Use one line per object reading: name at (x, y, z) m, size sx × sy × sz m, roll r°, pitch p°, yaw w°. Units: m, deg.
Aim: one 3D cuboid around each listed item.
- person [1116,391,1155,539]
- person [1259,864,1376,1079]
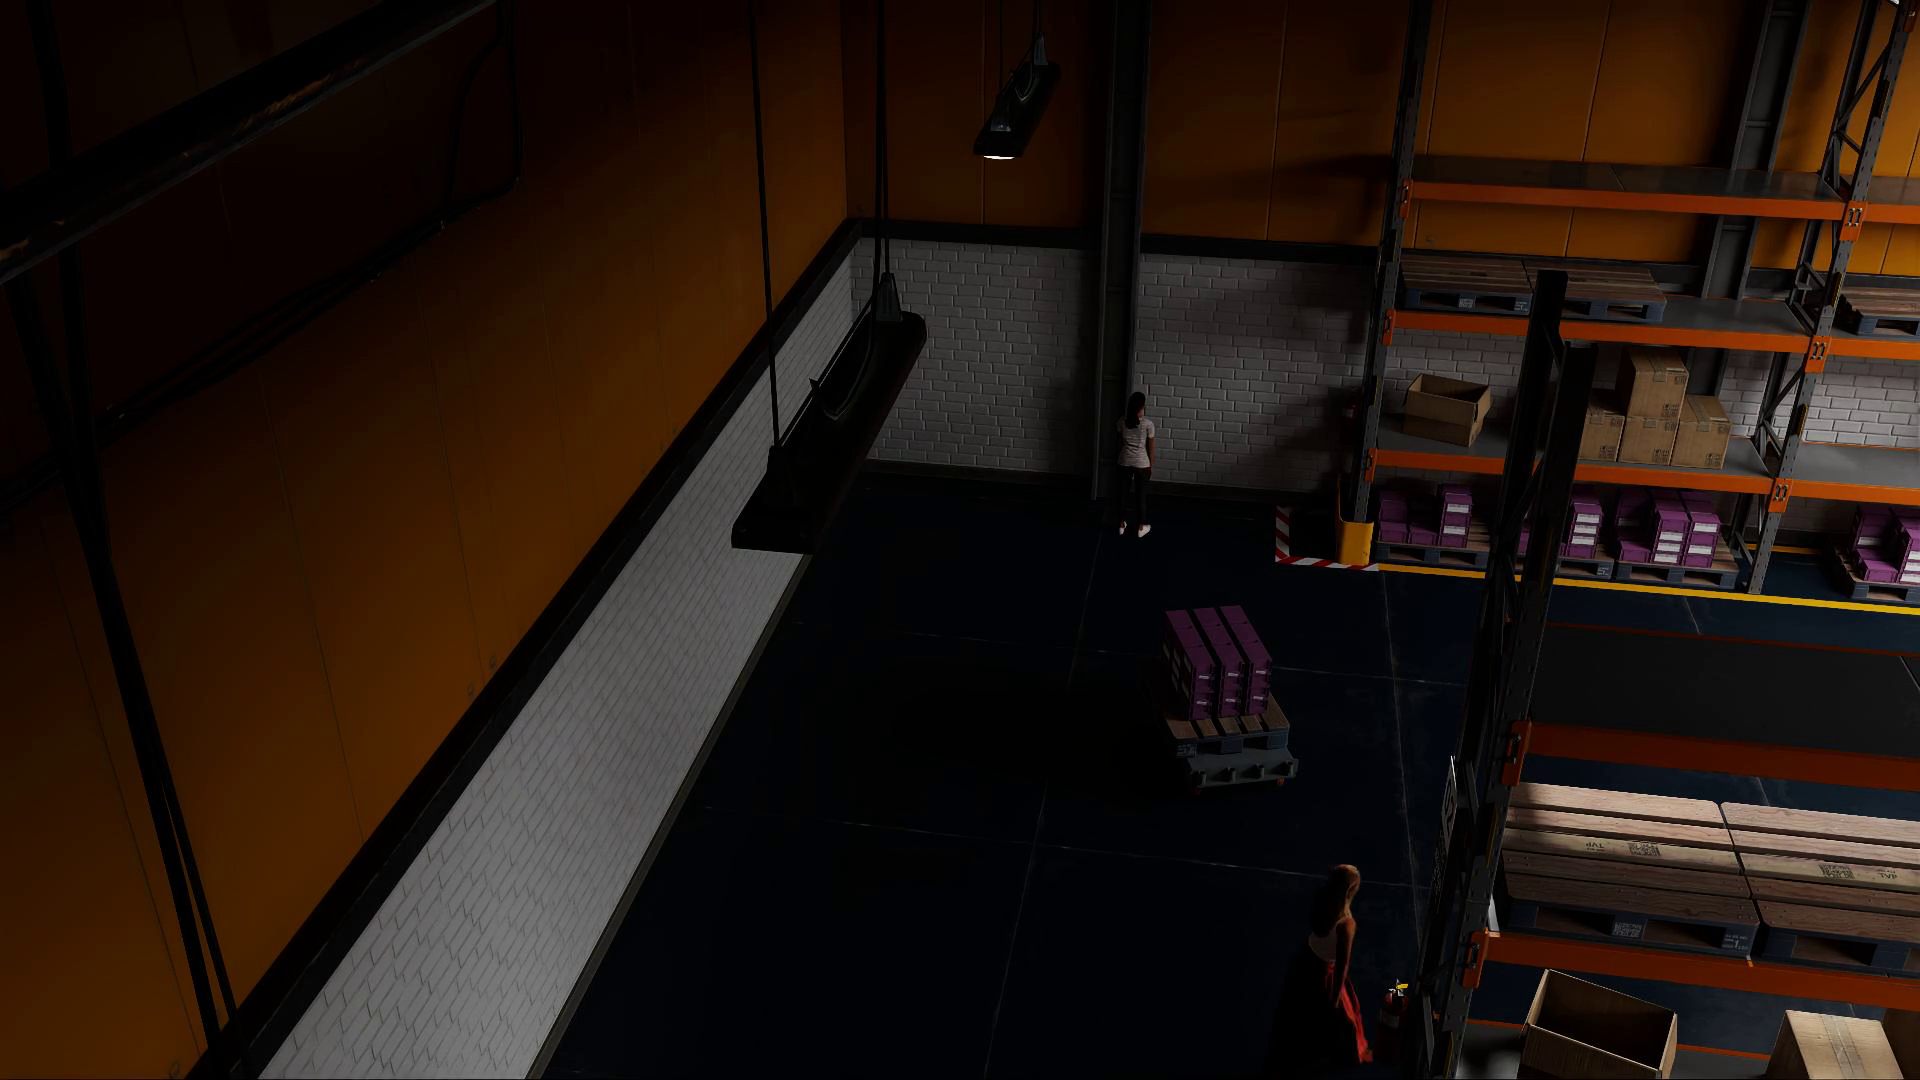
person at (1.861, -0.819, 17.788) m, size 0.518 × 1.646 × 0.667 m, roll 11°, pitch 30°, yaw 19°
person at (2.271, 2.885, 10.874) m, size 1.202 × 1.764 × 1.016 m, roll -13°, pitch 31°, yaw -23°
